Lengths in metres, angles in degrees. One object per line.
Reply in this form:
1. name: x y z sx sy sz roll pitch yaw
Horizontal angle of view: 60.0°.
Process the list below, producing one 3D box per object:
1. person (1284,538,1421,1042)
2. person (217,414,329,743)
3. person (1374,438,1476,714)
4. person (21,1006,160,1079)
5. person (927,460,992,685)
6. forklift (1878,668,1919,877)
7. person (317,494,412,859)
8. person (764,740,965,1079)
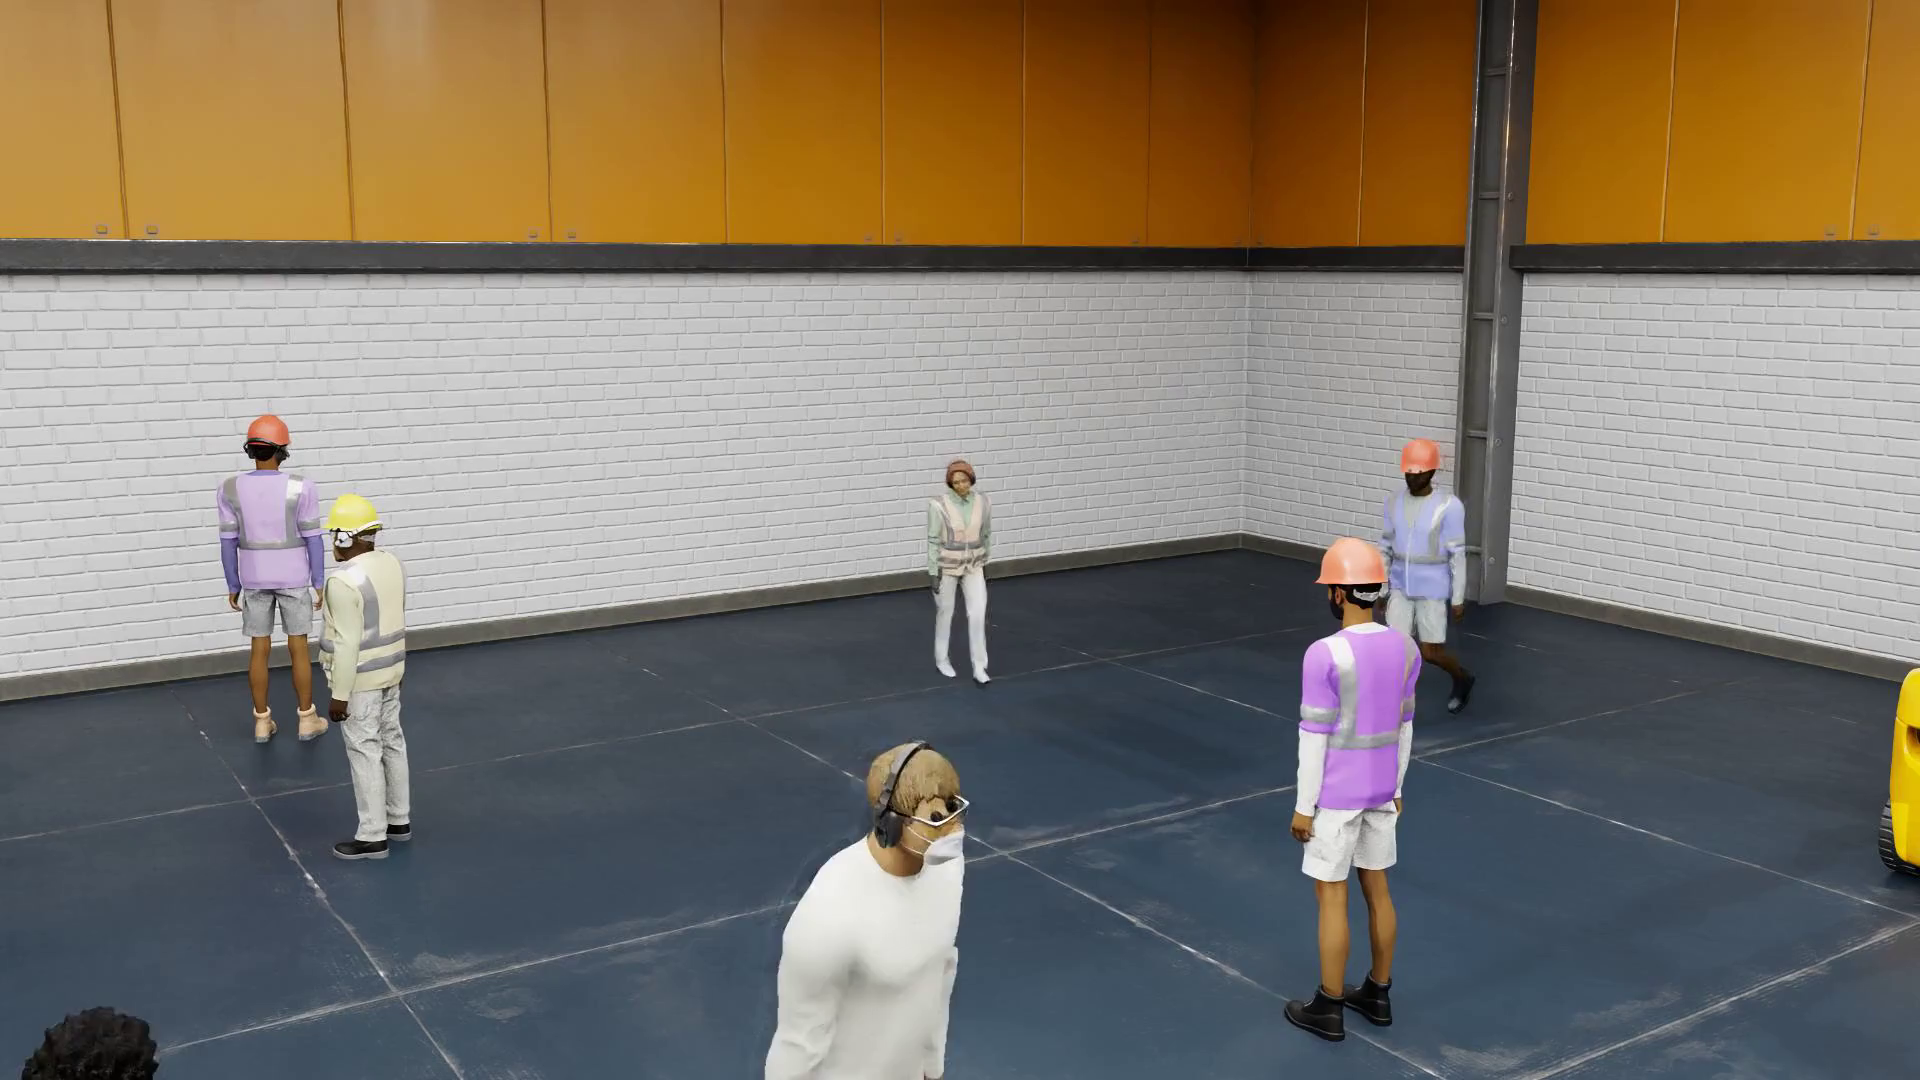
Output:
1. person: 1.493 0.951 6.421 0.543 1.930 0.380 -6 11 -31
2. person: -4.250 0.243 10.338 0.611 2.043 0.375 -1 10 -8
3. person: 2.952 0.283 10.515 0.703 1.909 0.581 -9 13 -43
4. person: -1.532 1.643 3.065 0.545 1.642 0.884 -4 10 -25
5. person: 0.004 0.227 11.741 0.534 1.603 0.770 -4 10 -22
6. forklift: 5.511 0.571 7.906 2.313 2.155 1.214 -6 11 -33
7. person: -2.991 0.679 8.342 0.404 1.830 0.602 2 10 10
8. person: -0.323 1.357 4.151 0.985 1.886 0.656 5 11 28
